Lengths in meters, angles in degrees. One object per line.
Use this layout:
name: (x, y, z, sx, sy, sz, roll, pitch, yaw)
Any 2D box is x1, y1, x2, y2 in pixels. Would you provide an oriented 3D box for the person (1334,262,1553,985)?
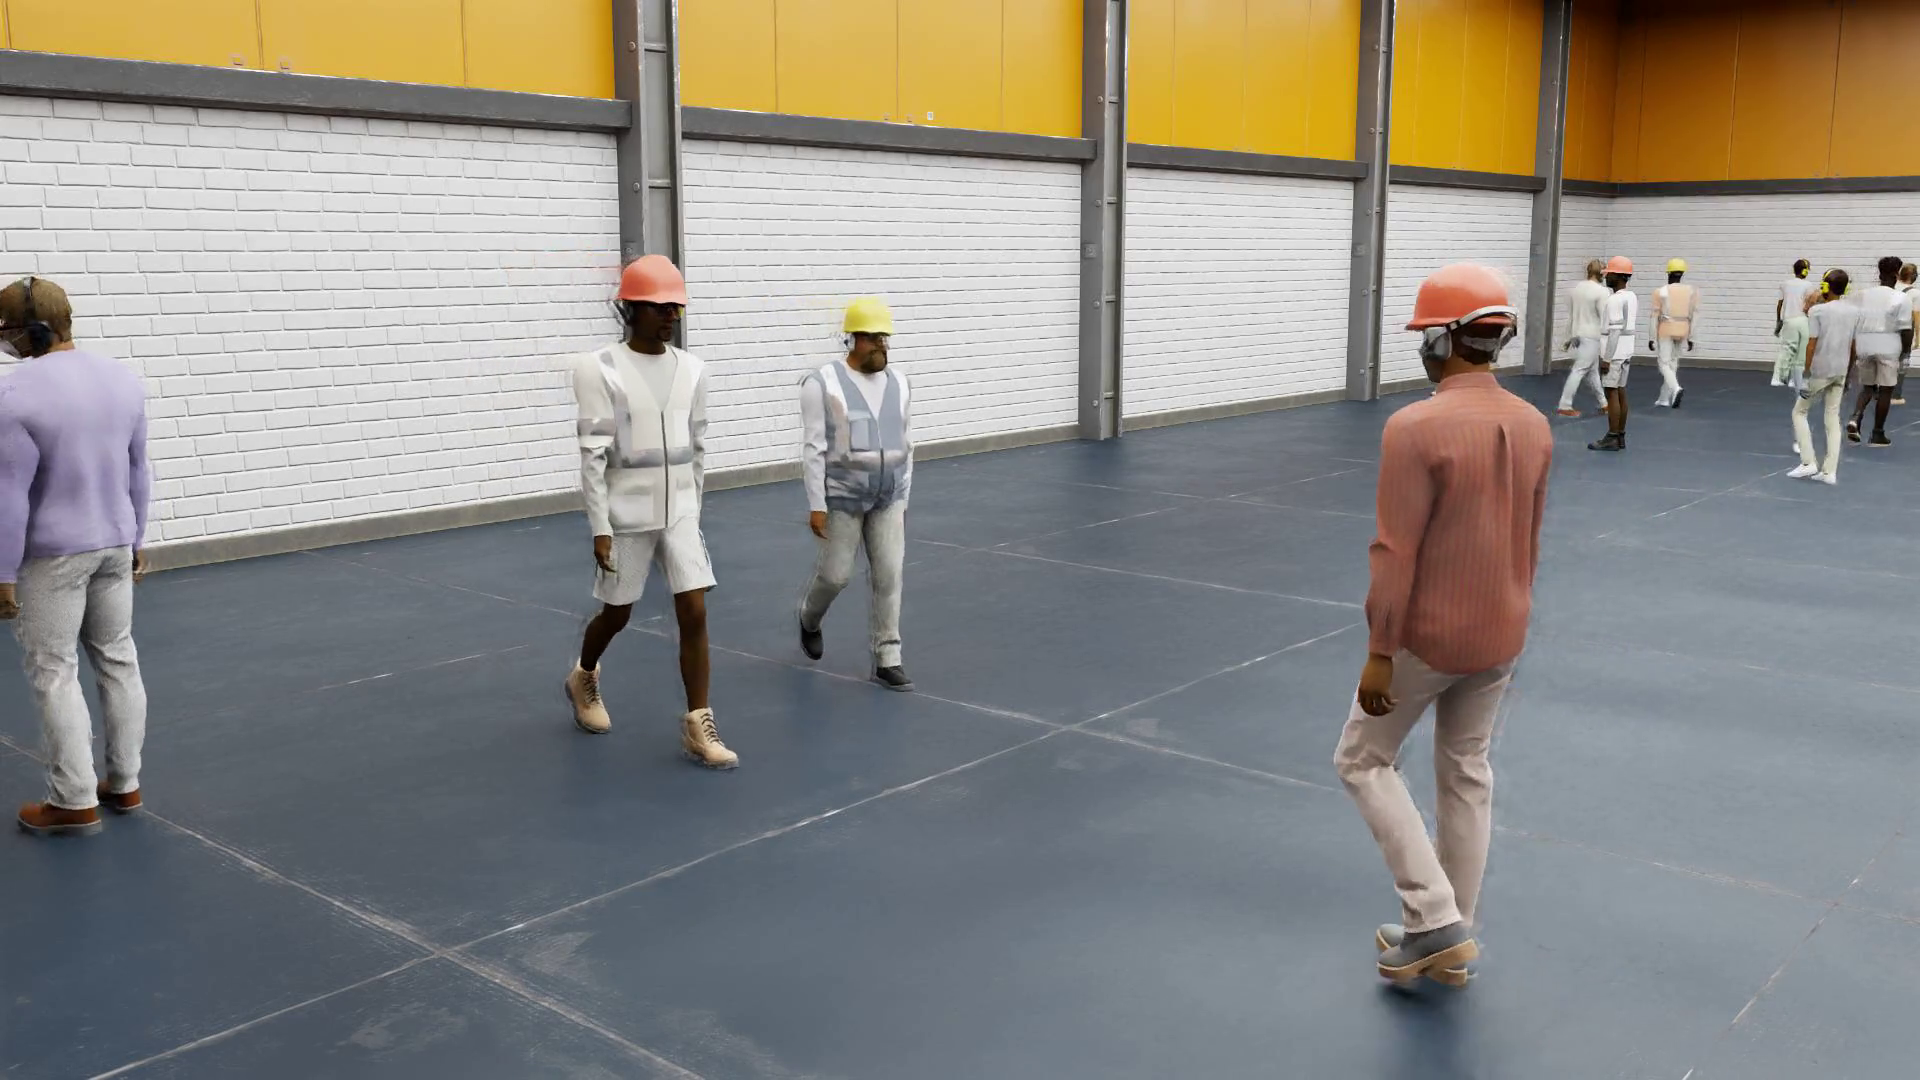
person: (1.316, 0.252, 4.506, 0.657, 1.981, 0.429, -6, 12, -31)

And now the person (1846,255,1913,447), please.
person: (9.348, -1.910, 16.910, 0.456, 1.946, 0.633, -6, 12, -32)

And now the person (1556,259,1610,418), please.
person: (7.580, -2.396, 19.860, 1.006, 1.881, 0.664, -2, 10, -14)

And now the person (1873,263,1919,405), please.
person: (12.095, -2.642, 21.411, 0.434, 1.832, 0.550, -5, 11, -25)

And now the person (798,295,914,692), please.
person: (-0.494, -0.231, 7.739, 0.591, 1.814, 0.729, -6, 11, -30)

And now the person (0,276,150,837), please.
person: (-3.077, 0.061, 5.782, 0.385, 1.926, 0.666, 4, 11, 22)

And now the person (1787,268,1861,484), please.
person: (7.465, -1.419, 14.405, 0.550, 1.848, 0.580, -1, 10, -8)

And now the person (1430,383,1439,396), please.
person: (6.690, -2.784, 22.615, 0.321, 1.694, 0.529, -9, 14, -43)

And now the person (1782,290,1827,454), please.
person: (8.366, -1.632, 16.271, 0.516, 1.611, 0.564, 0, 10, 1)

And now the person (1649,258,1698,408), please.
person: (9.032, -2.605, 21.036, 0.588, 1.903, 0.771, -1, 10, -4)

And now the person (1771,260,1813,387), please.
person: (12.197, -3.157, 24.338, 0.377, 1.856, 0.576, -6, 12, -30)

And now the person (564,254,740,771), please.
person: (-1.277, -0.129, 6.637, 0.609, 2.008, 0.985, -8, 13, -38)

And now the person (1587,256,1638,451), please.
person: (6.548, -1.860, 16.650, 0.342, 1.941, 0.551, 8, 13, 38)
